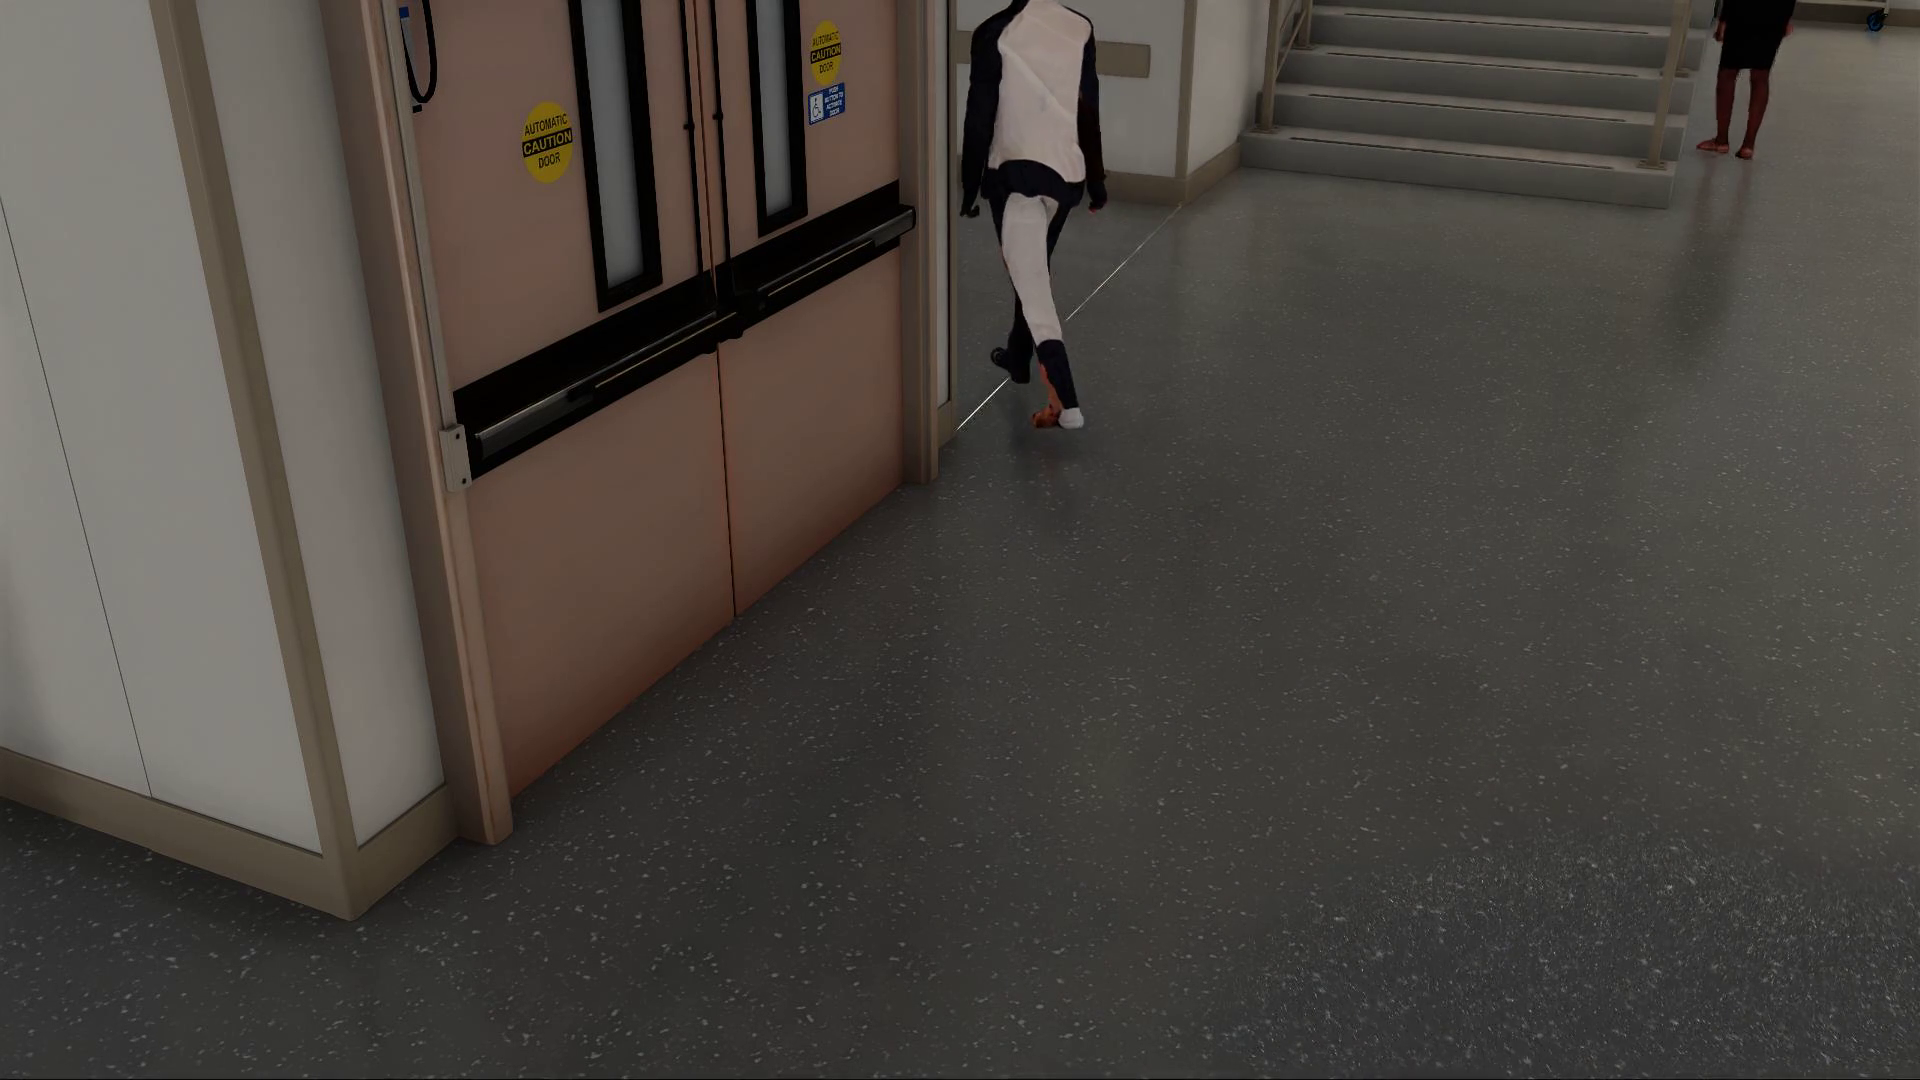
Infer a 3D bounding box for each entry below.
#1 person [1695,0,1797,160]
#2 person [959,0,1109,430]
[{"bbox_3d":[5.080,-3.313,10.586,0.733,1.727,0.738,4,26,9],"label":"person"},{"bbox_3d":[0.315,-1.300,6.280,1.255,1.842,1.241,-12,28,-24],"label":"person"}]
